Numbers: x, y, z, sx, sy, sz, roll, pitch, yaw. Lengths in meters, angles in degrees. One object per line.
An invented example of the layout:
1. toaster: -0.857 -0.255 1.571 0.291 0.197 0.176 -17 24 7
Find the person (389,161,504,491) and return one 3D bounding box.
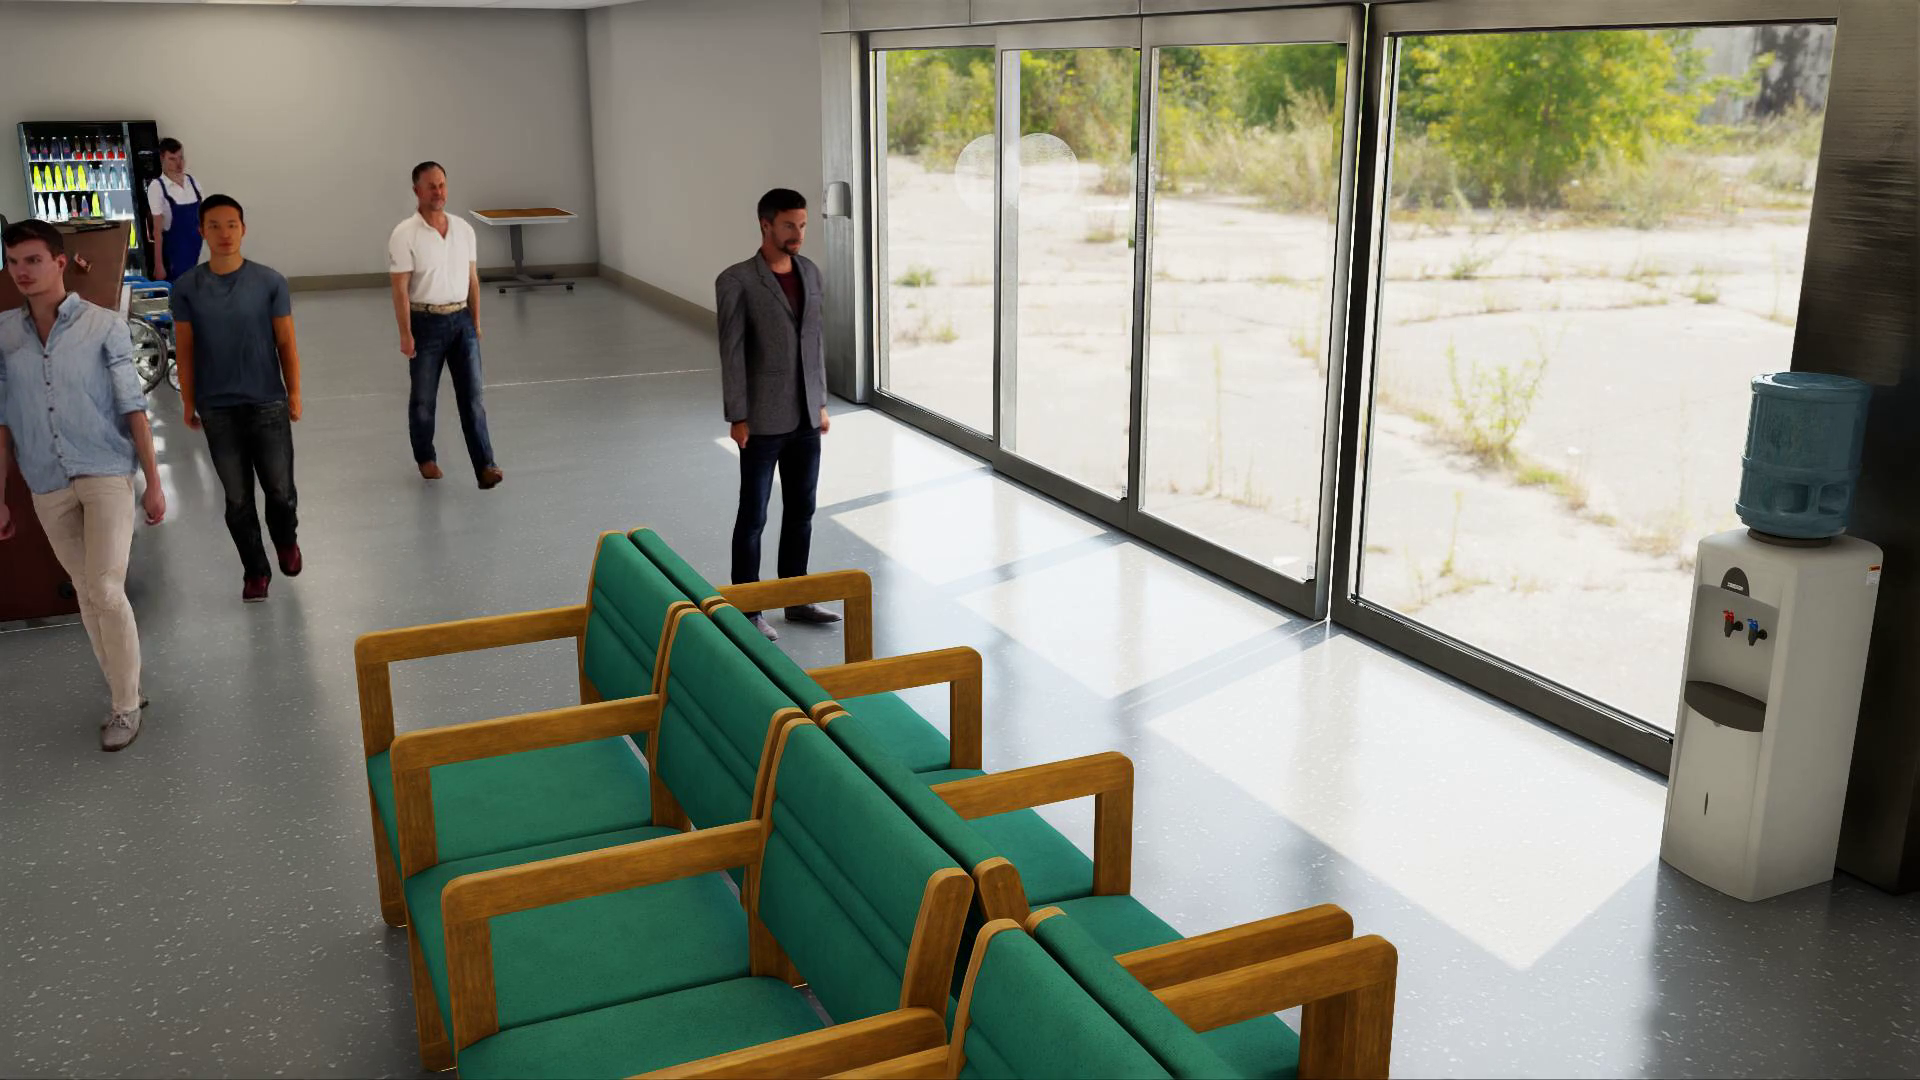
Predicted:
1. person: -2.985 -1.183 9.399 1.220 1.805 0.895 -11 19 -34

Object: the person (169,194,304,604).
1. person: -3.219 -0.631 7.451 0.681 1.800 0.748 -5 17 -18

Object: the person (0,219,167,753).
1. person: -3.081 -0.218 5.927 0.825 1.832 0.878 -1 16 -3

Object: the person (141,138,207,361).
1. person: -6.167 -2.216 13.070 1.345 1.800 1.283 5 16 16

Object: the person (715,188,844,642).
1. person: -0.761 -0.525 6.939 0.824 1.872 0.670 15 22 43
